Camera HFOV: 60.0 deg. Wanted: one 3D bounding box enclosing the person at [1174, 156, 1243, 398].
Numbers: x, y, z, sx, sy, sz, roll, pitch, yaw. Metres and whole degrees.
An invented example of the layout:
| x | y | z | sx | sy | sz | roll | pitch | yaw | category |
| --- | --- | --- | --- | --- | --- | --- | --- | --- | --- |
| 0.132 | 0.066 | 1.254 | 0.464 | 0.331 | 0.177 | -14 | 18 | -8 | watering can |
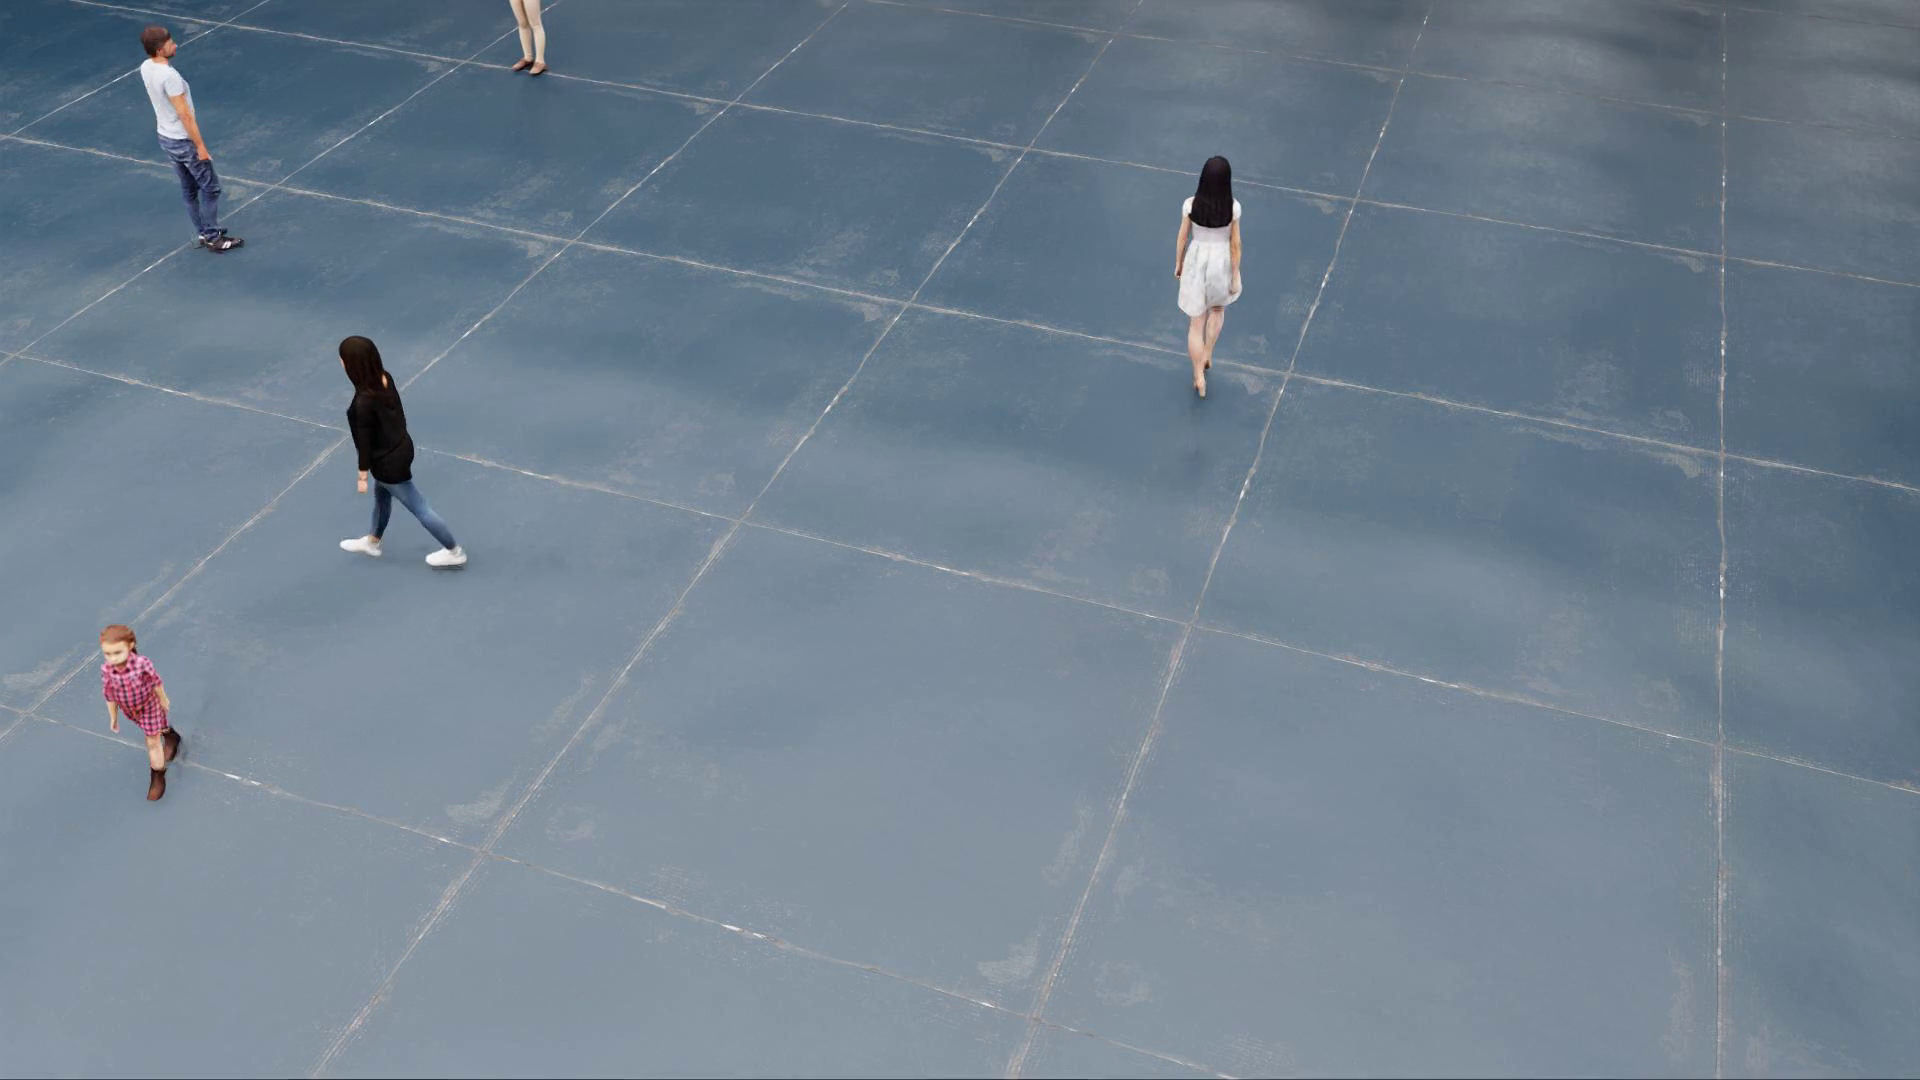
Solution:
| x | y | z | sx | sy | sz | roll | pitch | yaw | category |
| --- | --- | --- | --- | --- | --- | --- | --- | --- | --- |
| 1.703 | -1.769 | 11.493 | 0.704 | 1.759 | 0.819 | 6 | 38 | 8 | person |

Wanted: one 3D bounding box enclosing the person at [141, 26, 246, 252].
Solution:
| x | y | z | sx | sy | sz | roll | pitch | yaw | category |
| --- | --- | --- | --- | --- | --- | --- | --- | --- | --- |
| -6.183 | -3.172 | 13.202 | 0.727 | 1.863 | 0.690 | 21 | 43 | 25 | person |

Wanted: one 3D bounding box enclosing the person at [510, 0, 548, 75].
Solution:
| x | y | z | sx | sy | sz | roll | pitch | yaw | category |
| --- | --- | --- | --- | --- | --- | --- | --- | --- | --- |
| -4.265 | -5.424 | 16.251 | 0.641 | 1.651 | 0.578 | 13 | 40 | 16 | person |

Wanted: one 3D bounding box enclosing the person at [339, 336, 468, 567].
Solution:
| x | y | z | sx | sy | sz | roll | pitch | yaw | category |
| --- | --- | --- | --- | --- | --- | --- | --- | --- | --- |
| -3.343 | -0.475 | 9.963 | 0.861 | 1.606 | 1.046 | 2 | 38 | 2 | person |

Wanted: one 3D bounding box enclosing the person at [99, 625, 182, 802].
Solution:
| x | y | z | sx | sy | sz | roll | pitch | yaw | category |
| --- | --- | --- | --- | --- | --- | --- | --- | --- | --- |
| -4.325 | 0.826 | 8.789 | 0.610 | 1.003 | 0.792 | -3 | 38 | -4 | person |
